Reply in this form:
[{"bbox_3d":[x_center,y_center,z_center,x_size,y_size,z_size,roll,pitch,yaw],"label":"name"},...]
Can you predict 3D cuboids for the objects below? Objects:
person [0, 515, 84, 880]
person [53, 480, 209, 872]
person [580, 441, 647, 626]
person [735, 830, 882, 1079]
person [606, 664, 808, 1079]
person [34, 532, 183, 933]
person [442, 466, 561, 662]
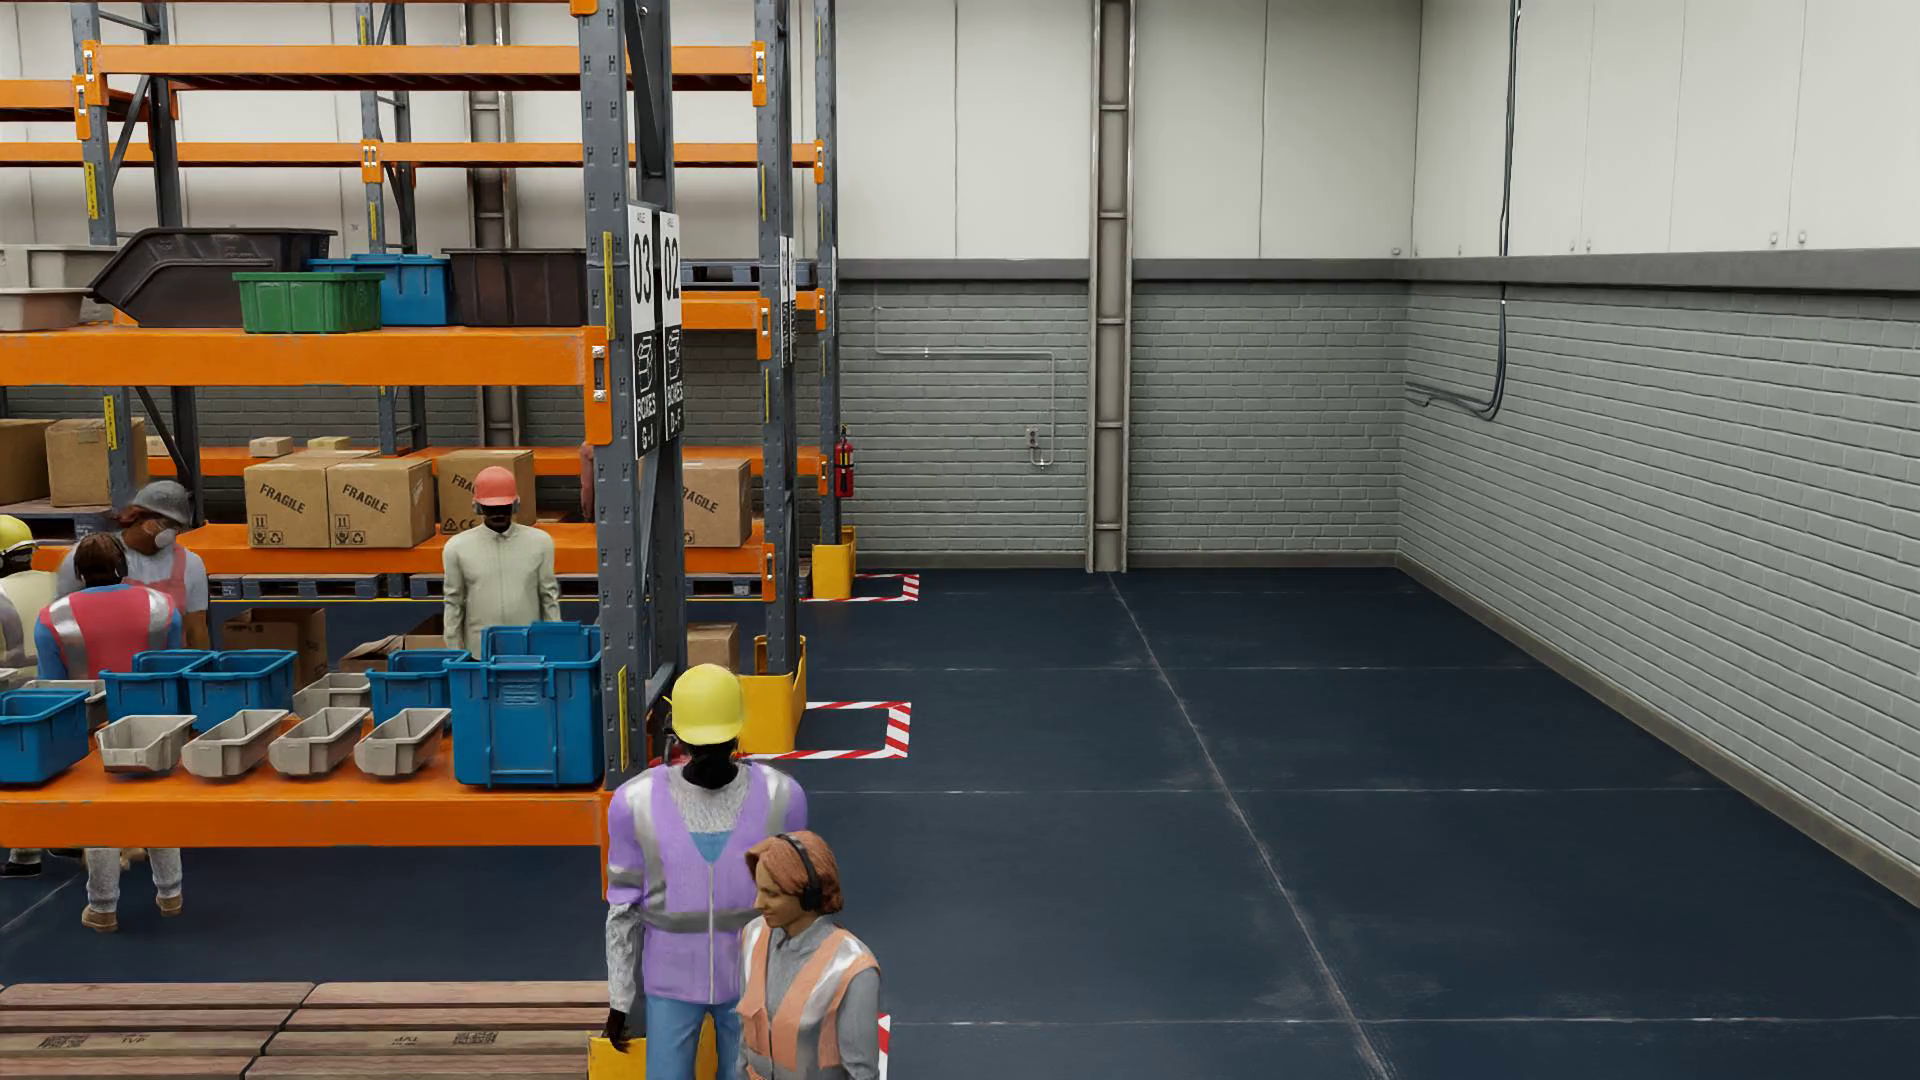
[{"bbox_3d":[-4.665,0.780,8.320,0.404,1.824,0.595,4,10,22],"label":"person"},{"bbox_3d":[-4.180,0.651,8.432,0.586,2.000,0.765,9,13,44],"label":"person"},{"bbox_3d":[-2.889,-0.239,14.023,0.612,1.997,0.376,-4,10,-24],"label":"person"},{"bbox_3d":[-0.385,1.532,4.297,0.524,1.630,0.313,9,13,44],"label":"person"},{"bbox_3d":[-0.736,1.293,4.922,0.619,1.913,0.434,-2,9,-12],"label":"person"},{"bbox_3d":[-3.895,0.876,7.673,0.634,1.839,0.429,-8,12,-40],"label":"person"},{"bbox_3d":[-2.477,0.583,9.021,0.615,1.986,0.402,-4,10,-22],"label":"person"}]
